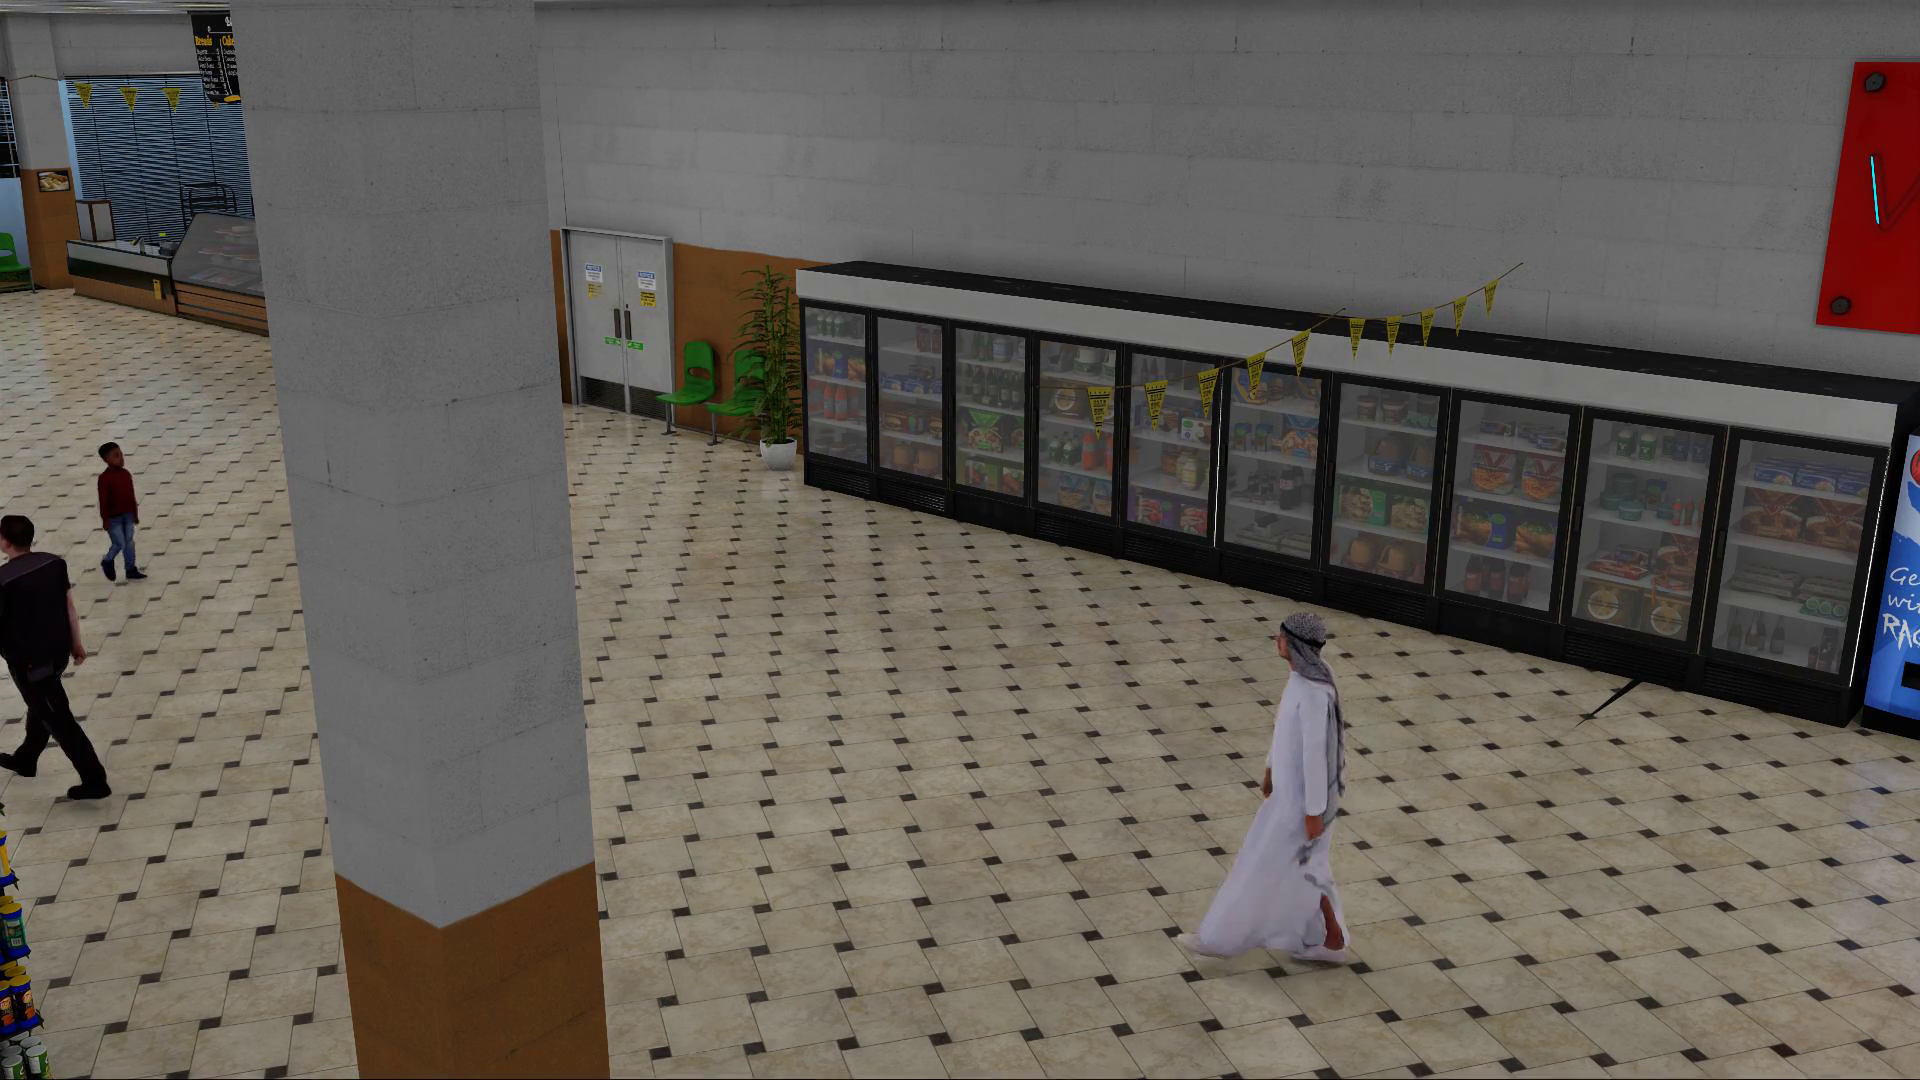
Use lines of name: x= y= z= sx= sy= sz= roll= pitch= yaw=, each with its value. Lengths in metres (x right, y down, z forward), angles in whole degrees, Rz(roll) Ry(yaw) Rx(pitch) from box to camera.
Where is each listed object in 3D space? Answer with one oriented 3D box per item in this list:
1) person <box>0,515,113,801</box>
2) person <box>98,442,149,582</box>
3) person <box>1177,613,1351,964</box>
person: x=-5.594 y=0.774 z=10.234 sx=1.116 sy=1.789 sz=1.283 roll=5 pitch=18 yaw=16
person: x=-7.378 y=-0.234 z=14.485 sx=0.675 sy=1.248 sz=0.628 roll=6 pitch=18 yaw=18
person: x=1.799 y=1.293 z=8.341 sx=1.126 sy=1.895 sz=1.182 roll=2 pitch=17 yaw=8
